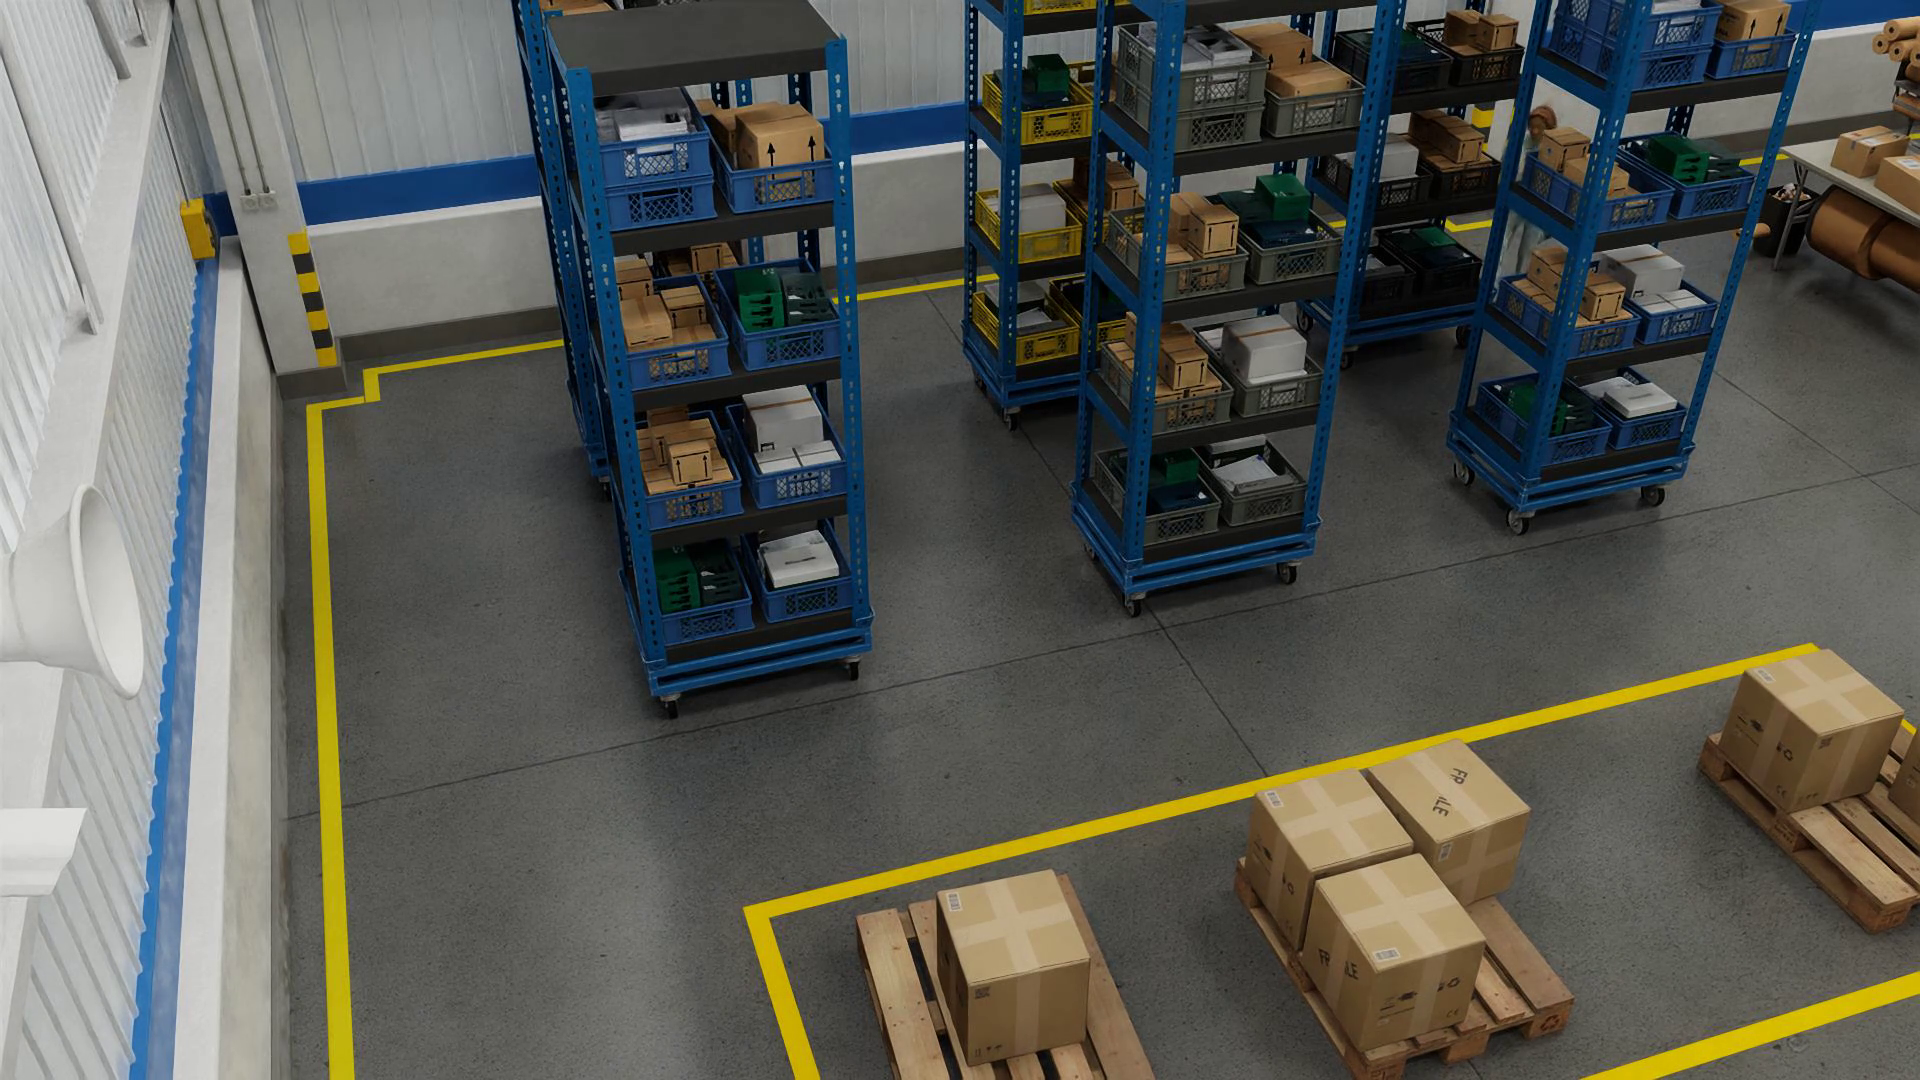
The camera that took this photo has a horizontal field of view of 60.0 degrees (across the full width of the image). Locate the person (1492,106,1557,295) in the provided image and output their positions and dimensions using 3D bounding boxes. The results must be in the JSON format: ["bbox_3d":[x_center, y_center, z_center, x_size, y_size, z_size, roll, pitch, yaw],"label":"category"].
[{"bbox_3d":[4.122,-2.358,12.219,0.523,1.615,0.687,18,39,24],"label":"person"}]
